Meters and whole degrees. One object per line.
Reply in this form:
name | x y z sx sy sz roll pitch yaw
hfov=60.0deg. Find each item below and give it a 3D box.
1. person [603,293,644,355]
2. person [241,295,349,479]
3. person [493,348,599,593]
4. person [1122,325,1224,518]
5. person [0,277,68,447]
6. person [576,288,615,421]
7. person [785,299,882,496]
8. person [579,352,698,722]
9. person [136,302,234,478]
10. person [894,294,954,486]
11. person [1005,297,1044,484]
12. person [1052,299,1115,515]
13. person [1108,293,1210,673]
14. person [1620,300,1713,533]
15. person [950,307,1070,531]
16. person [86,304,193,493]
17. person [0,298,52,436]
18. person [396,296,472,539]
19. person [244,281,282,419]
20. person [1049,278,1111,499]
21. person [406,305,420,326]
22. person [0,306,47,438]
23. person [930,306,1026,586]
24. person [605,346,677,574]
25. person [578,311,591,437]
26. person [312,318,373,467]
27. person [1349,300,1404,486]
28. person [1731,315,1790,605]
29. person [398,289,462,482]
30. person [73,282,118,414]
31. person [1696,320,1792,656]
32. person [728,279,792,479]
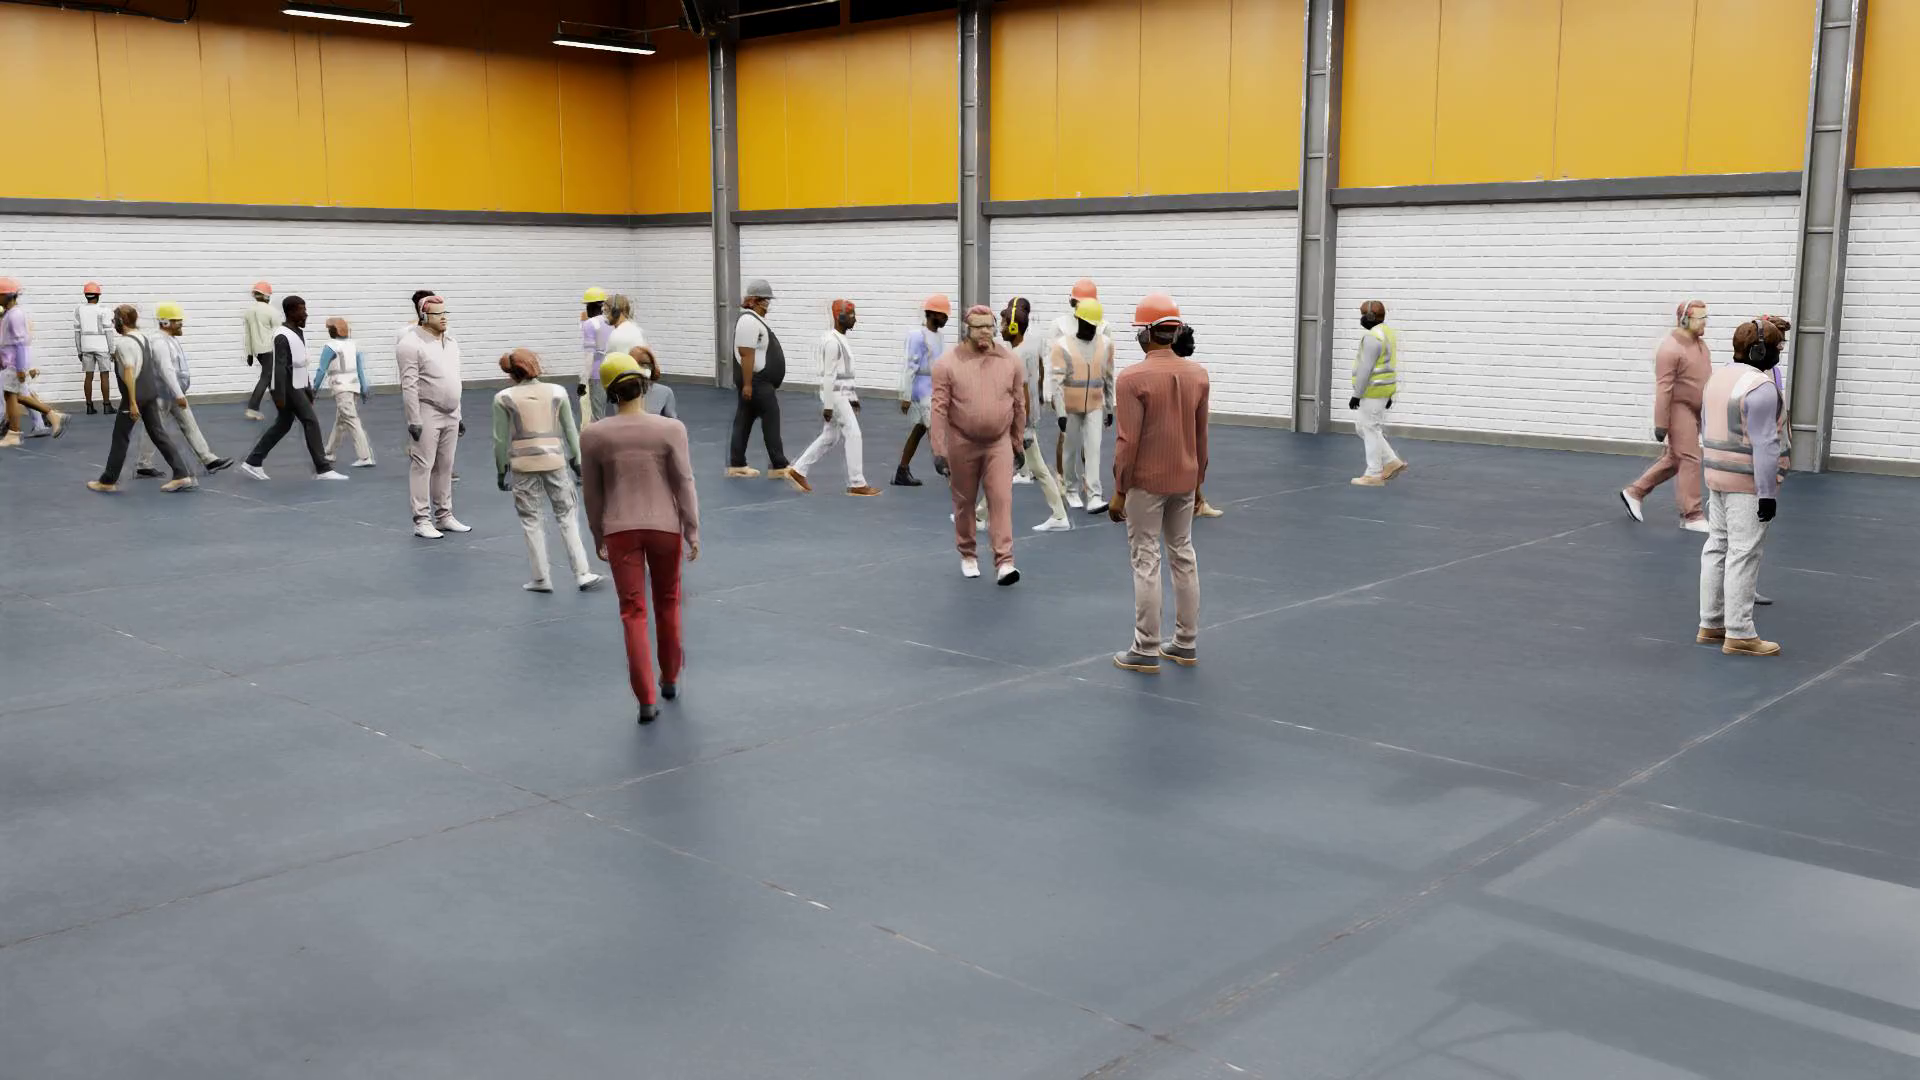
person | -2.882 -1.235 14.789 0.755 1.910 0.650 0 9 -1
person | -6.739 -1.513 16.657 1.010 1.876 0.605 -1 9 -9
person | -2.749 -0.456 10.924 0.599 1.606 0.405 -4 10 -26
person | 1.775 -0.985 14.029 0.869 1.659 0.531 1 9 4
person | -11.218 -2.125 19.902 0.750 2.027 0.615 -5 11 -28
person | -3.985 -1.840 18.576 0.675 1.930 0.625 3 10 17
person | -1.218 -1.325 15.532 0.905 1.857 0.589 0 9 0
person | -1.532 -0.034 7.983 0.550 1.719 0.767 -1 9 -8
person | -7.948 -1.508 16.853 0.935 1.778 0.614 -2 9 -10
person | -0.242 -1.418 16.018 1.009 1.871 0.560 4 10 24
person | 0.581 -1.460 16.381 0.380 1.844 0.509 8 12 39
person | 1.088 -1.153 14.448 0.600 1.852 0.974 -2 9 -12
person | 1.039 -0.299 8.787 0.619 1.992 0.396 -6 11 -33
person | 5.859 -1.025 13.616 0.868 1.883 0.647 9 13 44
person | 0.440 -0.960 13.402 0.990 1.815 0.561 2 9 10
person | -7.782 -1.329 15.746 1.005 1.791 0.516 1 9 3
person | -12.140 -2.299 21.405 0.560 1.892 0.993 5 10 26
person | -4.152 -0.978 13.217 0.401 1.910 0.642 4 10 21
person | -9.856 -2.691 23.616 0.621 1.955 0.980 6 11 31
person | 1.124 -1.390 15.362 0.605 2.033 0.391 -3 10 -17
person | -7.666 -2.606 23.836 0.540 1.696 0.317 2 10 14
person | -11.897 -2.098 20.652 0.929 1.706 0.542 -6 11 -34
person | 0.145 -0.621 11.132 0.676 1.863 0.961 -1 9 -9
person | -2.194 -0.559 11.604 0.518 1.580 0.849 -6 11 -33
person | -4.559 -1.976 20.245 0.684 1.608 0.518 -4 10 -25
person | -6.677 -1.579 17.861 0.871 1.594 0.525 2 10 13
person | 4.037 -1.425 16.236 0.435 1.824 0.626 4 10 24
person | 4.922 -0.487 10.418 0.564 1.838 0.397 -8 12 -40
person | -5.335 -1.546 16.648 0.661 1.938 0.672 7 12 37
person | -12.610 -2.792 24.281 0.545 1.929 0.389 0 9 -1
person | 4.348 -0.292 9.210 0.429 1.842 0.633 0 9 -2
person | -1.957 -1.632 16.816 0.896 2.000 0.695 -1 9 -6
